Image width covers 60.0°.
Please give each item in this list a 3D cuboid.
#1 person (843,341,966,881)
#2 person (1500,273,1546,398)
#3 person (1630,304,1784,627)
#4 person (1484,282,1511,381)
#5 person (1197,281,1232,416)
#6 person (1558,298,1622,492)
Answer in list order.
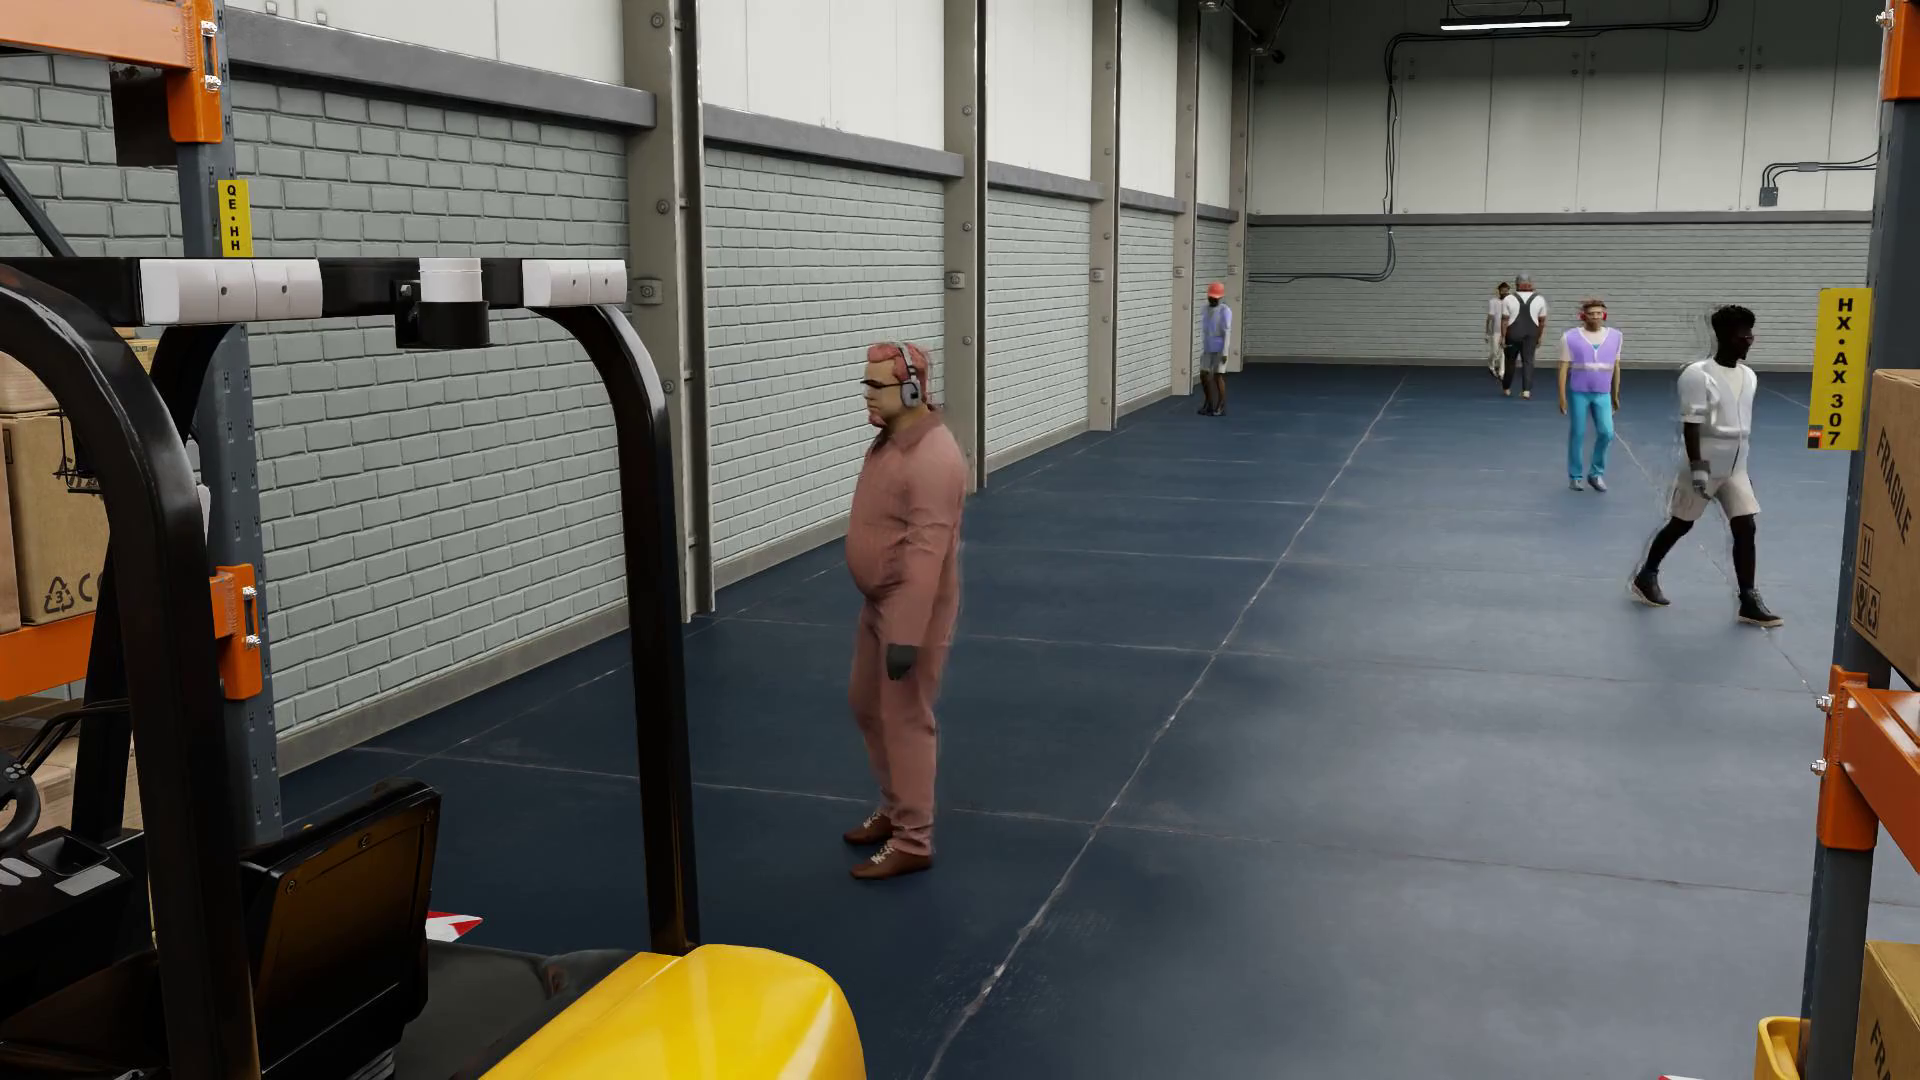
[{"bbox_3d":[-0.216,0.248,5.888,0.422,1.896,0.700,-3,10,-17],"label":"person"},{"bbox_3d":[8.980,-3.305,26.620,0.698,2.000,1.045,1,10,6],"label":"person"},{"bbox_3d":[4.577,-0.476,10.156,0.607,1.923,1.007,-4,10,-20],"label":"person"},{"bbox_3d":[9.879,-3.836,30.540,0.534,1.808,0.950,1,10,6],"label":"person"},{"bbox_3d":[3.559,-2.653,23.175,0.562,1.890,0.561,-9,13,-42],"label":"person"},{"bbox_3d":[5.926,-1.353,15.637,0.597,1.823,0.580,1,10,3],"label":"person"}]
